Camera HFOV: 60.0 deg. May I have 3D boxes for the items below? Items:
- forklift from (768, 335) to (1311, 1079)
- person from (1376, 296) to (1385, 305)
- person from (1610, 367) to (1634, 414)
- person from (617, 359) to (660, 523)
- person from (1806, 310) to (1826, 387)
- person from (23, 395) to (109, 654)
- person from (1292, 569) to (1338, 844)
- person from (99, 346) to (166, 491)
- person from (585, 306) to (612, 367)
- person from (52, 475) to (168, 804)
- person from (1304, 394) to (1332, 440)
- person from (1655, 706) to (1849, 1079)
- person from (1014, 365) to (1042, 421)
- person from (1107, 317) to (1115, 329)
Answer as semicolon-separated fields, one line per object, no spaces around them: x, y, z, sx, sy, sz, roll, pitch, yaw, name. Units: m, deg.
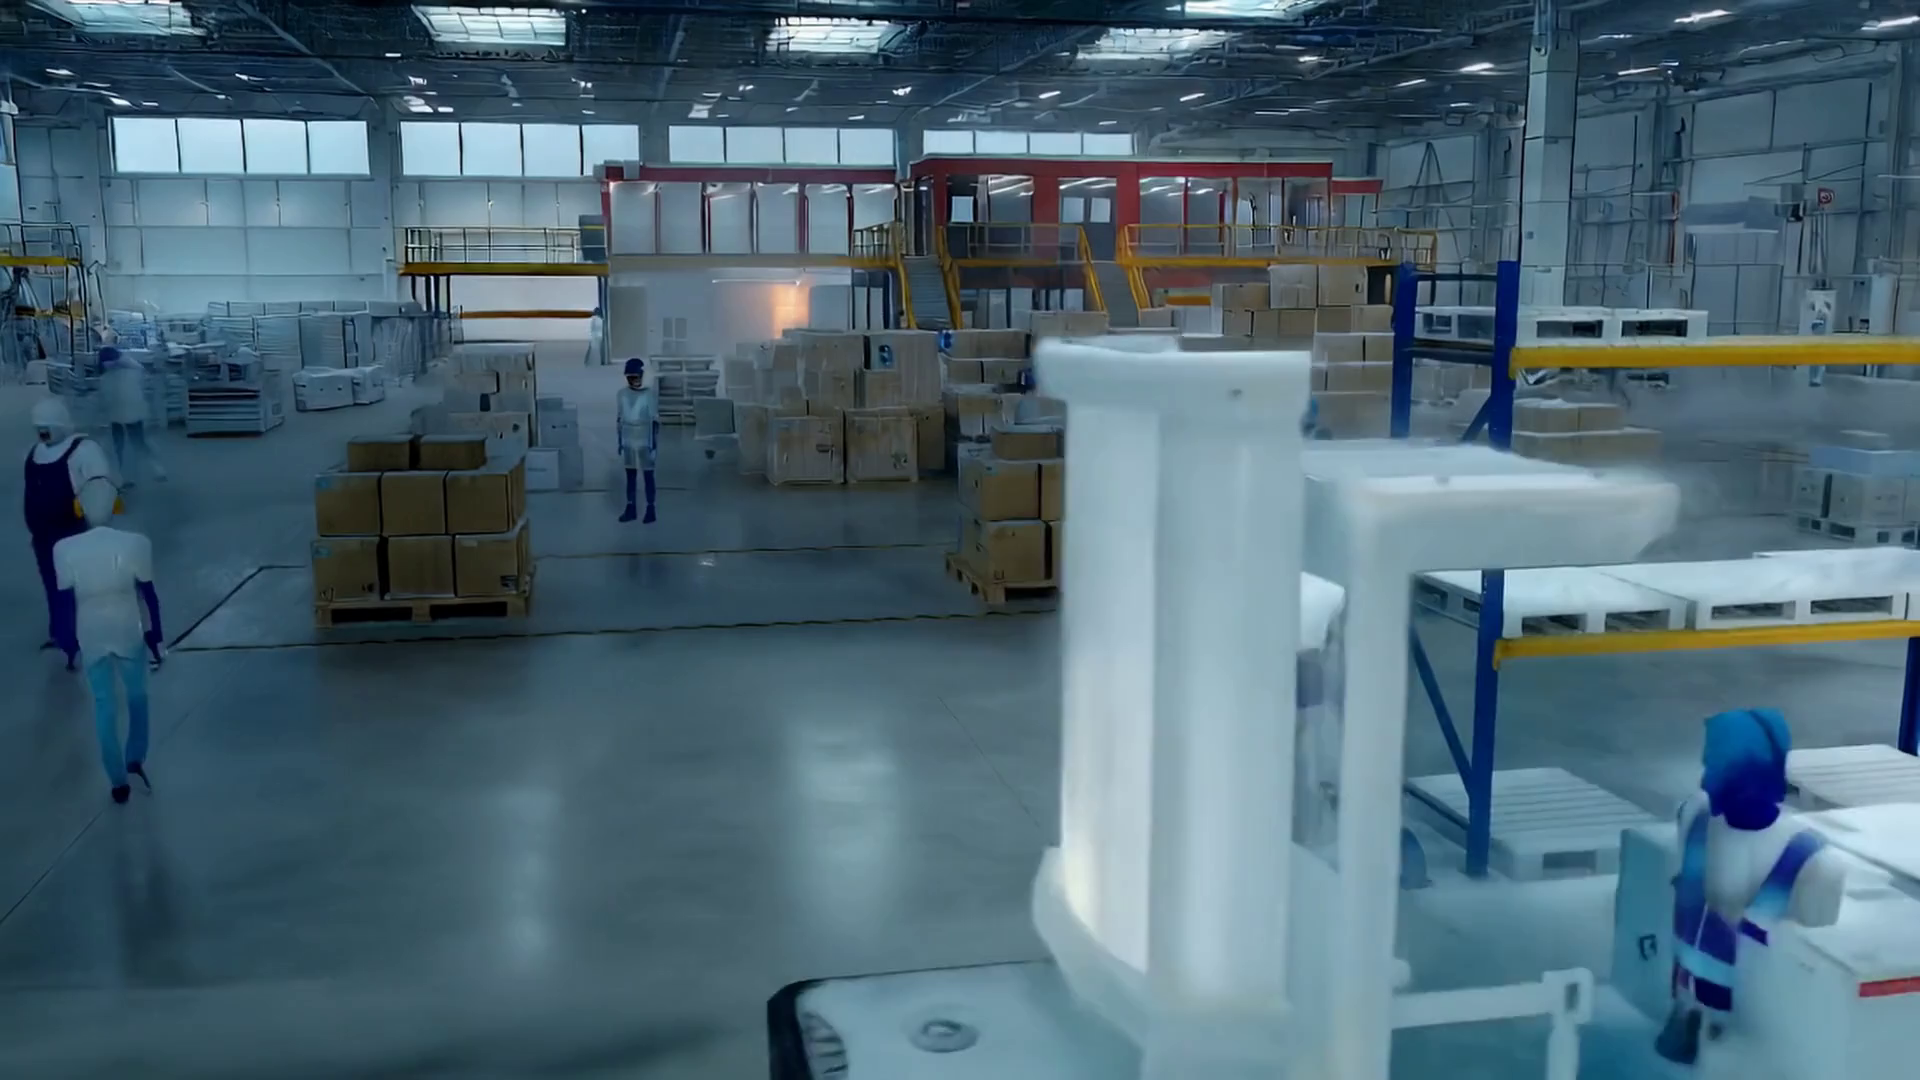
0.482;0.899;4.146;1.873;2.768;1.129;-2;10;-12;forklift
14.565;-7.453;57.739;0.378;1.996;0.610;2;10;12;person
13.227;-3.415;33.370;0.442;1.916;0.653;8;12;39;person
-3.800;-1.162;19.573;0.545;1.938;0.360;3;10;18;person
21.664;-4.842;42.035;0.590;1.927;0.367;-7;12;-37;person
-7.003;-0.143;13.048;0.689;2.000;0.674;2;10;14;person
1.474;0.778;7.962;0.602;1.860;0.996;-4;10;-25;person
-11.214;-1.644;22.442;0.639;1.967;0.694;3;10;15;person
-10.950;-6.115;50.091;1.013;1.818;0.611;6;11;31;person
-4.723;0.569;9.259;0.548;1.856;0.437;-5;10;-27;person
3.218;-0.450;15.536;0.505;1.840;0.346;4;10;22;person
1.990;1.353;4.471;0.791;1.856;0.604;-2;10;-15;person
0.804;-1.123;19.575;0.477;1.857;0.547;6;11;34;person
3.229;-3.793;35.611;0.374;1.939;0.629;0;9;2;person
